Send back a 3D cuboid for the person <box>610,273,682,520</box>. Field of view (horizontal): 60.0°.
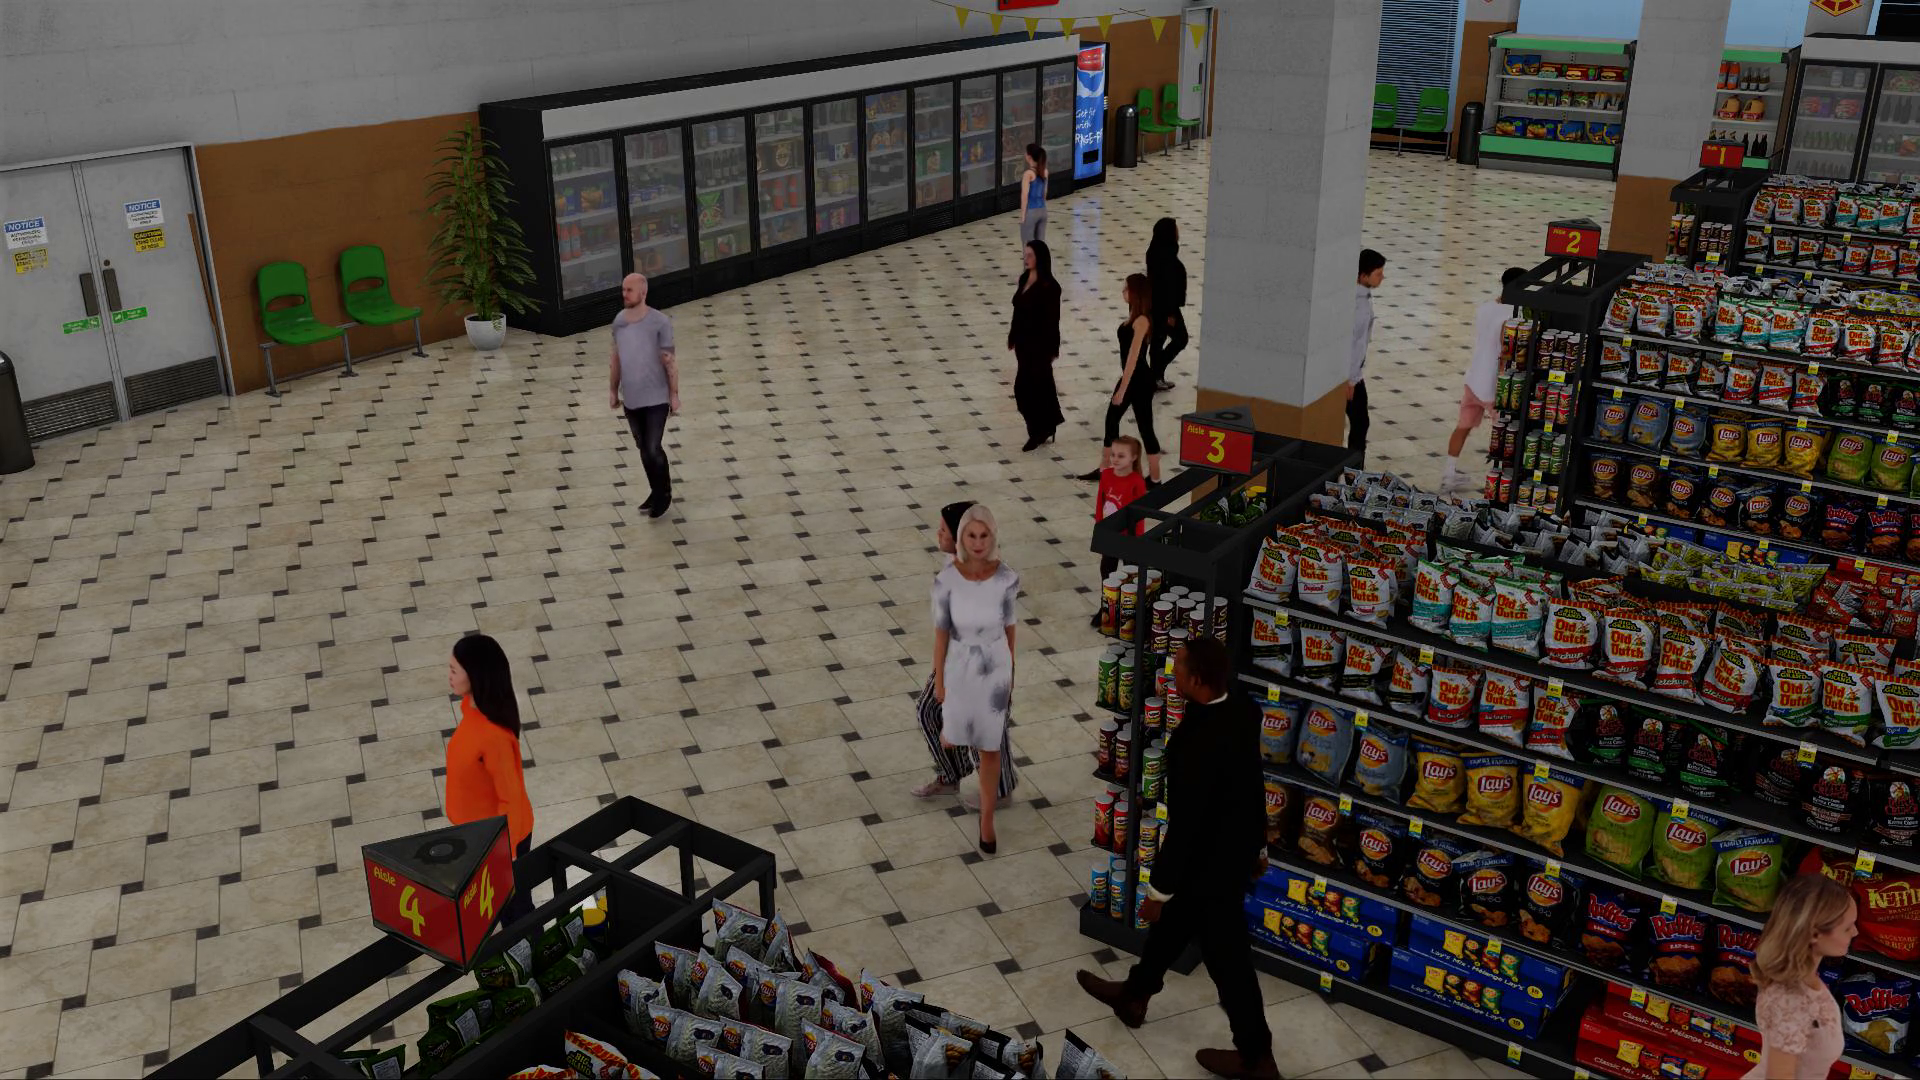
[{"bbox_3d":[-2.254,-1.080,12.261,0.630,1.821,0.785,11,24,26],"label":"person"}]

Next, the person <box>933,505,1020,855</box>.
[{"bbox_3d":[0.054,0.626,8.138,0.992,1.731,1.047,-4,22,-9],"label":"person"}]

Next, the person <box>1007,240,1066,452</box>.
[{"bbox_3d":[0.714,-1.603,13.666,0.903,1.744,0.843,-9,23,-20],"label":"person"}]

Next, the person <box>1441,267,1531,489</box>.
[{"bbox_3d":[3.938,-1.180,12.647,1.137,1.719,1.146,-8,23,-18],"label":"person"}]

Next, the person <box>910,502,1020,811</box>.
[{"bbox_3d":[0.142,0.594,8.316,0.946,1.657,0.886,-7,23,-17],"label":"person"}]

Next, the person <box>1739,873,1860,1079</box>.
[{"bbox_3d":[2.428,1.806,5.070,0.536,1.828,0.587,11,24,26],"label":"person"}]

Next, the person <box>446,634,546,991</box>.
[{"bbox_3d":[-1.867,1.174,6.750,0.763,1.749,0.639,-12,25,-26],"label":"person"}]

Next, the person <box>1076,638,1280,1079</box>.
[{"bbox_3d":[1.050,1.274,6.336,1.183,1.871,0.809,12,25,28],"label":"person"}]

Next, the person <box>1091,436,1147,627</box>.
[{"bbox_3d":[1.015,-0.044,10.408,0.420,1.281,0.545,13,25,30],"label":"person"}]

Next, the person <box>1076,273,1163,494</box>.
[{"bbox_3d":[1.431,-1.164,12.625,0.973,1.706,0.898,-3,22,-8],"label":"person"}]

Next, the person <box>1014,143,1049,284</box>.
[{"bbox_3d":[0.855,-3.766,19.231,0.617,1.609,0.615,-18,28,-38],"label":"person"}]

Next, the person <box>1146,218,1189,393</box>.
[{"bbox_3d":[1.777,-2.103,15.099,0.856,1.605,0.773,-7,23,-17],"label":"person"}]
